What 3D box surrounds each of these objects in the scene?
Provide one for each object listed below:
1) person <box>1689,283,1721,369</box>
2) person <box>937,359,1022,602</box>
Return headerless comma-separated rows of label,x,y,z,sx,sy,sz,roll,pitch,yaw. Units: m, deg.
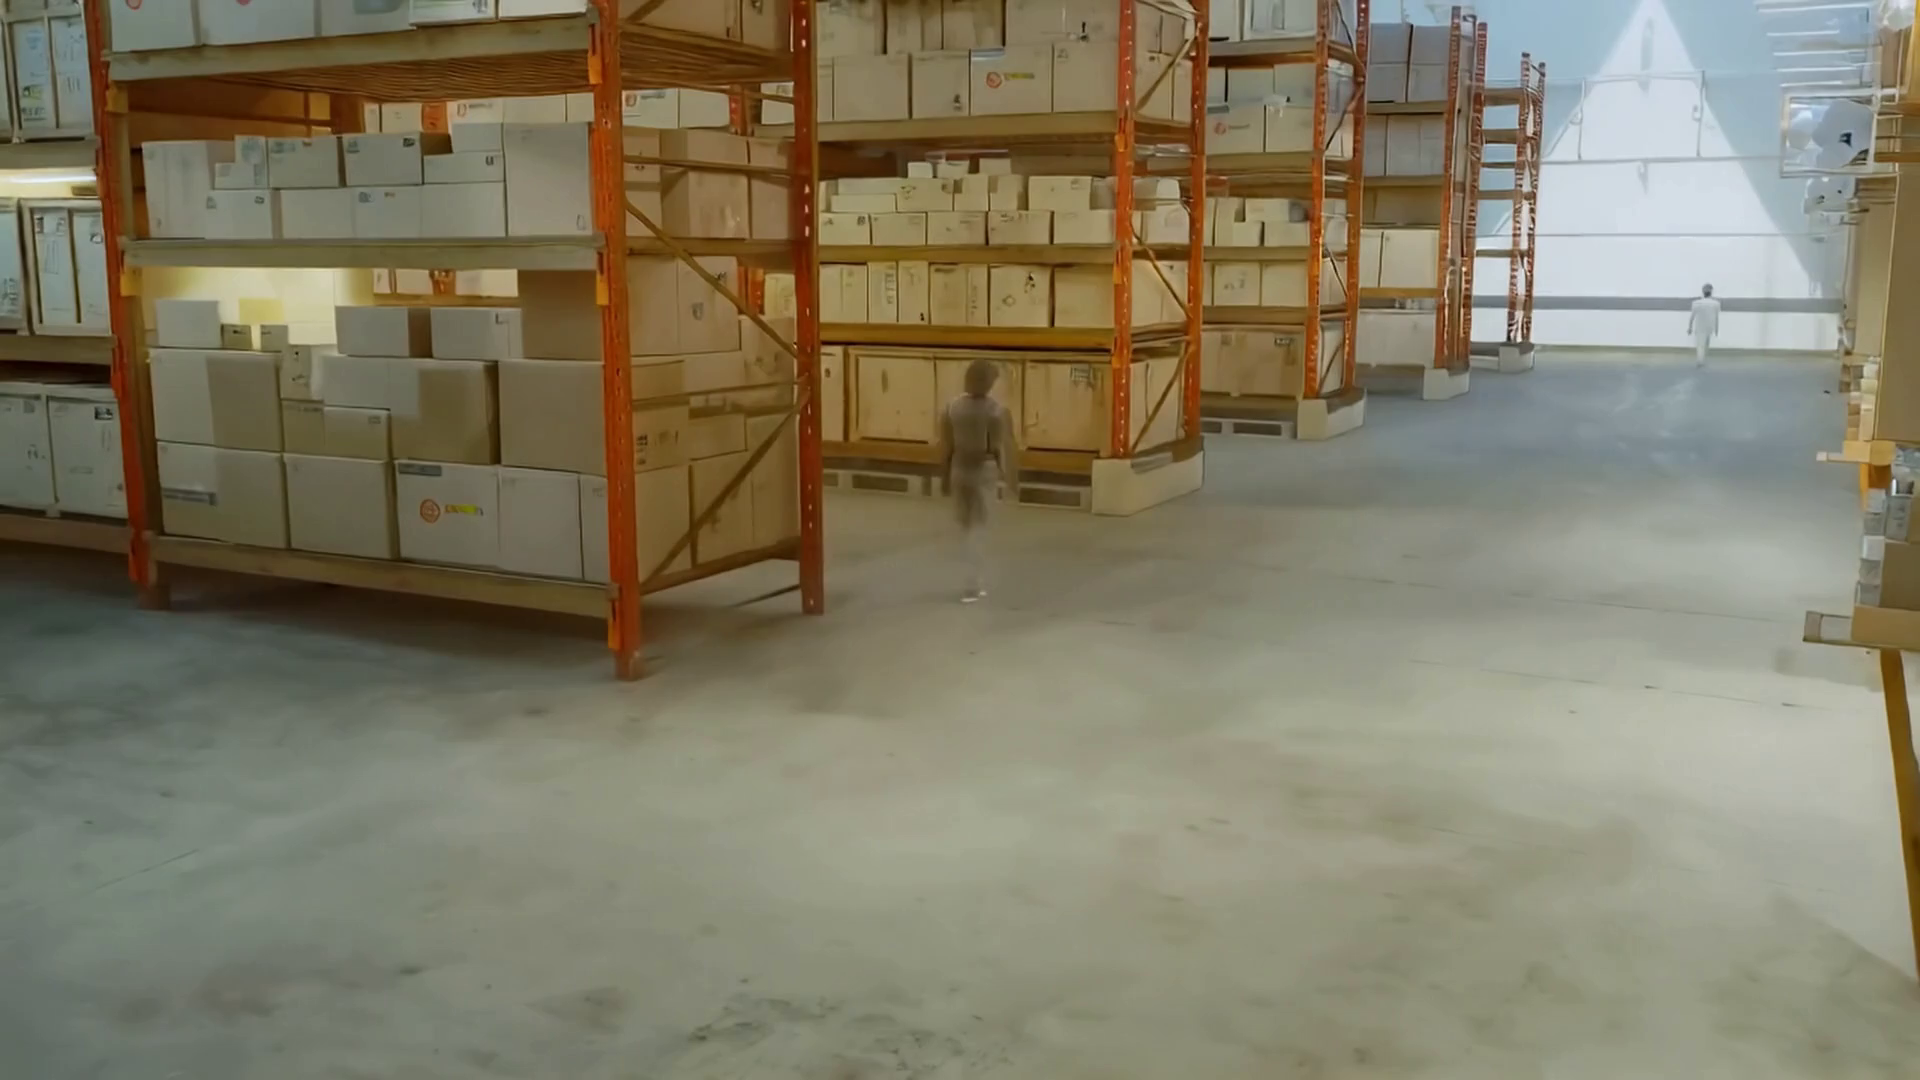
person,14.929,-4.275,33.334,0.569,1.730,0.741,2,10,14
person,0.166,-0.411,11.259,0.552,1.613,0.665,5,11,26
